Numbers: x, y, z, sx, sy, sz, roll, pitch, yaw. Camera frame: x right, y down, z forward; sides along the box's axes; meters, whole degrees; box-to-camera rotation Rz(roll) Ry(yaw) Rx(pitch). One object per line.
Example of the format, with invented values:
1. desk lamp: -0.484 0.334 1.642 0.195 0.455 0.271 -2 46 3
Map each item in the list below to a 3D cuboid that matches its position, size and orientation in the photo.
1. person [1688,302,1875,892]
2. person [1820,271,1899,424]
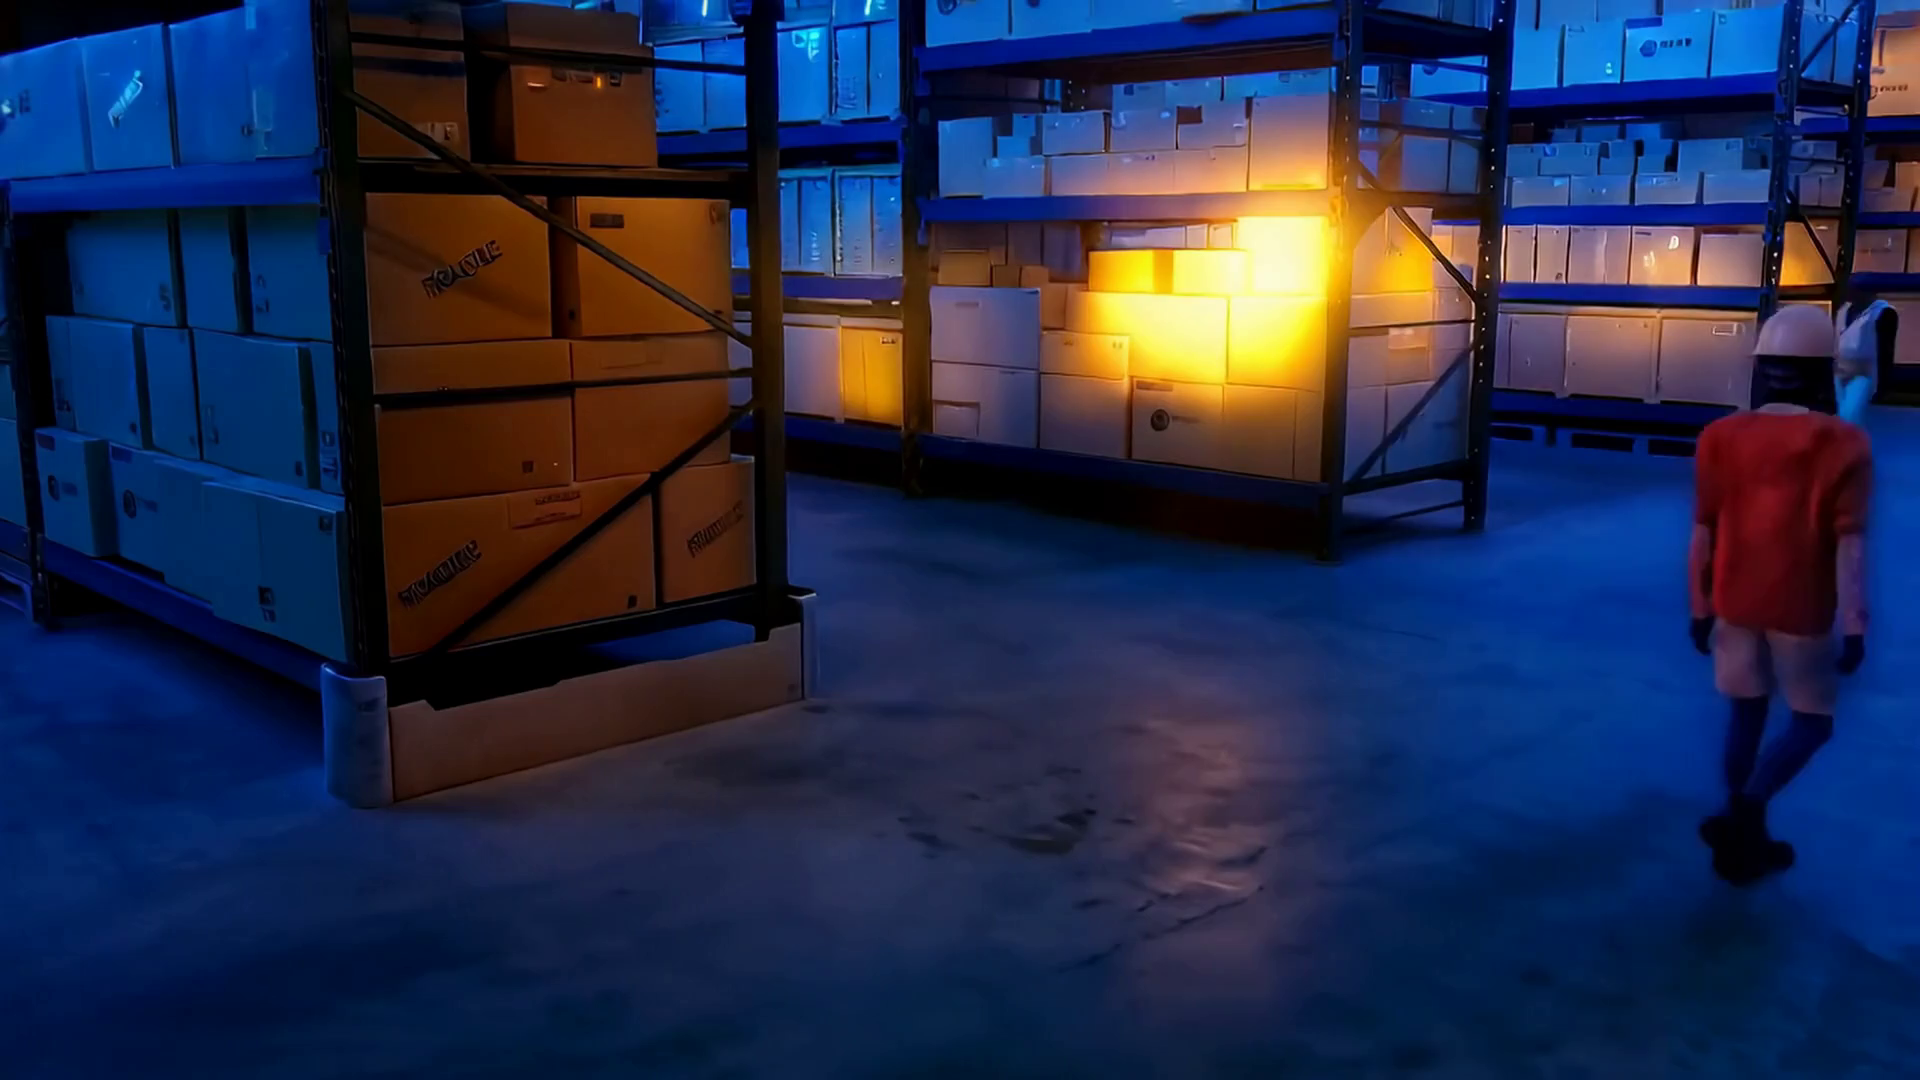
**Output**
1. person: 2.589 0.206 5.339 0.629 1.925 0.558 -8 13 -37
2. person: 7.746 -1.417 14.467 0.570 1.821 0.656 -2 11 -12
